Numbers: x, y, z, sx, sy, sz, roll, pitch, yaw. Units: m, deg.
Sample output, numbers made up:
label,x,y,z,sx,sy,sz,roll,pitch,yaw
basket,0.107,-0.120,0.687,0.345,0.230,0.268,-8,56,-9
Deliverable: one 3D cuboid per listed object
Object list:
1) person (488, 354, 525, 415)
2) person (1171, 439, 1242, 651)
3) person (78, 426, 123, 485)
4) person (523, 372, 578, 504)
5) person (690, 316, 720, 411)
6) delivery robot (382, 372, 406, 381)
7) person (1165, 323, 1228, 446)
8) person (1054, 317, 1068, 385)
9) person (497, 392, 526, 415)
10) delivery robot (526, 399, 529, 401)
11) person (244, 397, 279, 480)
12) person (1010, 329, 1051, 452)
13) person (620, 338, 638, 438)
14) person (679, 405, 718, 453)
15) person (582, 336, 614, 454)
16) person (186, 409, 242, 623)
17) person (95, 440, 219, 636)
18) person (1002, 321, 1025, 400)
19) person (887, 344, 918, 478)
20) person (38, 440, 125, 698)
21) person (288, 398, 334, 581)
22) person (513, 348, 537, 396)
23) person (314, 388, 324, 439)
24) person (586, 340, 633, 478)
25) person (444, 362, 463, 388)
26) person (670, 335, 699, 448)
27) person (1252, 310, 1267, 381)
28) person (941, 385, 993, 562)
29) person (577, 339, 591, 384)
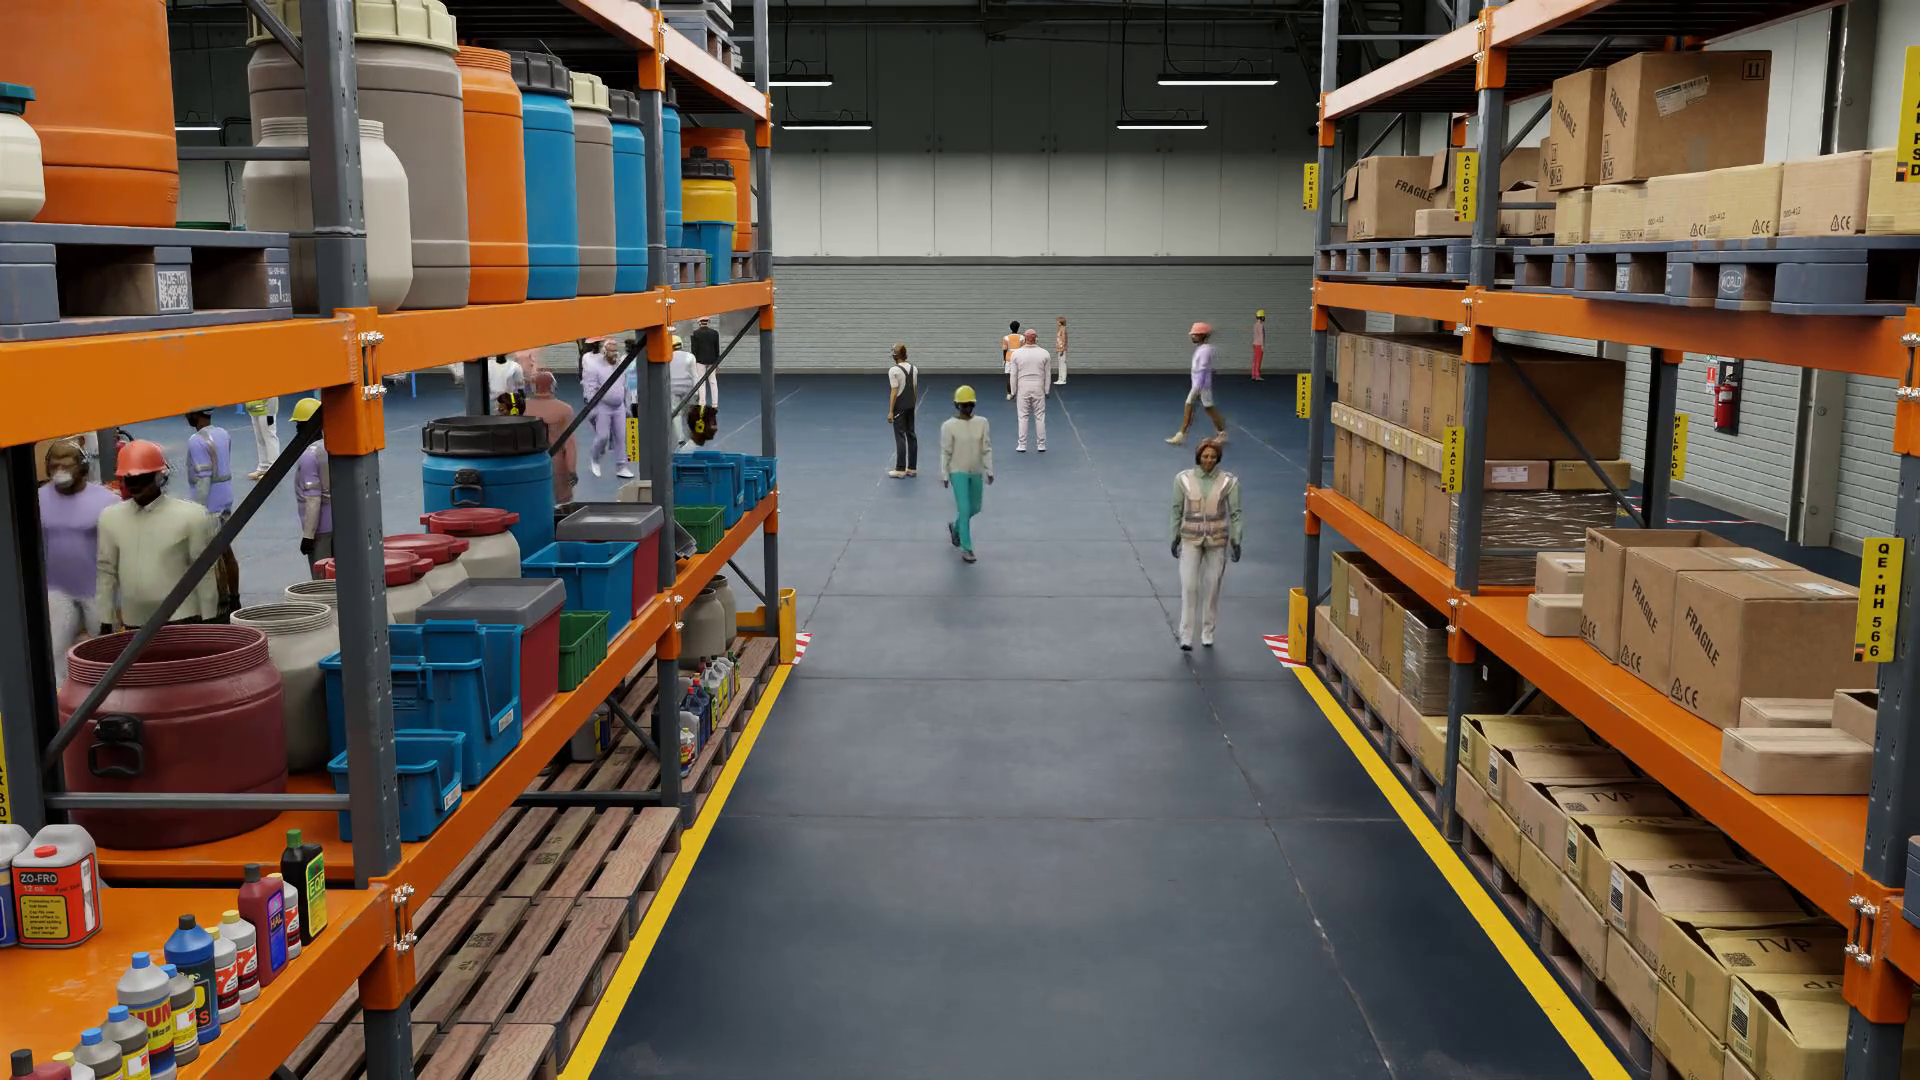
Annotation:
label,x,y,z,sx,sy,sz,roll,pitch,yaw
person,-6.453,-1.924,23.547,0.607,1.926,0.982,2,10,11
person,1.870,0.044,12.644,0.542,1.605,0.699,1,10,8
person,-10.420,-1.332,19.974,0.729,1.925,0.617,2,10,12
person,-4.079,-0.747,16.638,0.676,1.857,0.976,1,10,9
person,-5.027,-3.501,32.751,0.613,1.995,0.391,-6,11,-32
delivery robot,-13.752,-4.054,40.217,0.707,0.478,0.477,5,11,27
person,3.882,-2.508,26.835,1.032,1.994,0.623,-1,10,-5
person,2.459,-4.588,40.323,0.308,1.643,0.511,-1,10,-7
person,-3.740,-0.323,14.108,0.514,1.865,0.327,9,13,43
delivery robot,-7.645,-2.393,29.492,0.335,0.223,0.698,6,11,33
person,-9.500,-1.731,22.623,0.430,1.840,0.623,-9,13,-43
person,1.096,-2.329,25.995,0.641,1.910,0.401,-1,9,-3
person,-5.494,-2.569,28.069,0.547,1.683,0.494,7,12,35
person,-2.133,-0.150,13.129,0.606,1.849,0.540,0,9,1
person,-5.578,-2.286,25.694,0.572,1.919,0.471,3,10,19
person,-6.194,-0.289,13.691,0.376,1.933,0.551,0,9,-2
person,-4.479,0.427,9.265,0.613,1.978,0.456,0,9,2
person,1.180,-3.855,35.766,0.532,1.696,0.319,0,9,3
person,-0.798,-1.785,22.947,0.351,1.839,0.507,9,13,43
person,-5.299,0.352,9.980,0.653,1.887,1.001,-1,10,-5
person,-4.901,-0.121,12.709,0.370,1.925,0.594,0,9,-1
person,-8.029,-3.035,30.805,0.539,1.716,0.926,3,10,18
person,-8.670,-1.690,23.074,0.820,1.597,0.512,8,13,41
person,-4.804,-1.803,22.876,0.691,1.901,0.494,-9,13,-44
person,-11.977,-4.547,39.220,0.442,1.926,0.684,6,11,30
person,-4.490,-2.400,26.748,0.615,1.793,0.809,0,9,-2
person,7.501,-4.869,41.633,0.310,1.768,0.533,-2,10,-11
person,0.032,-0.697,16.709,0.525,1.740,0.728,-5,11,-29
person,-9.053,-4.806,40.563,0.538,2.000,0.684,4,10,22
